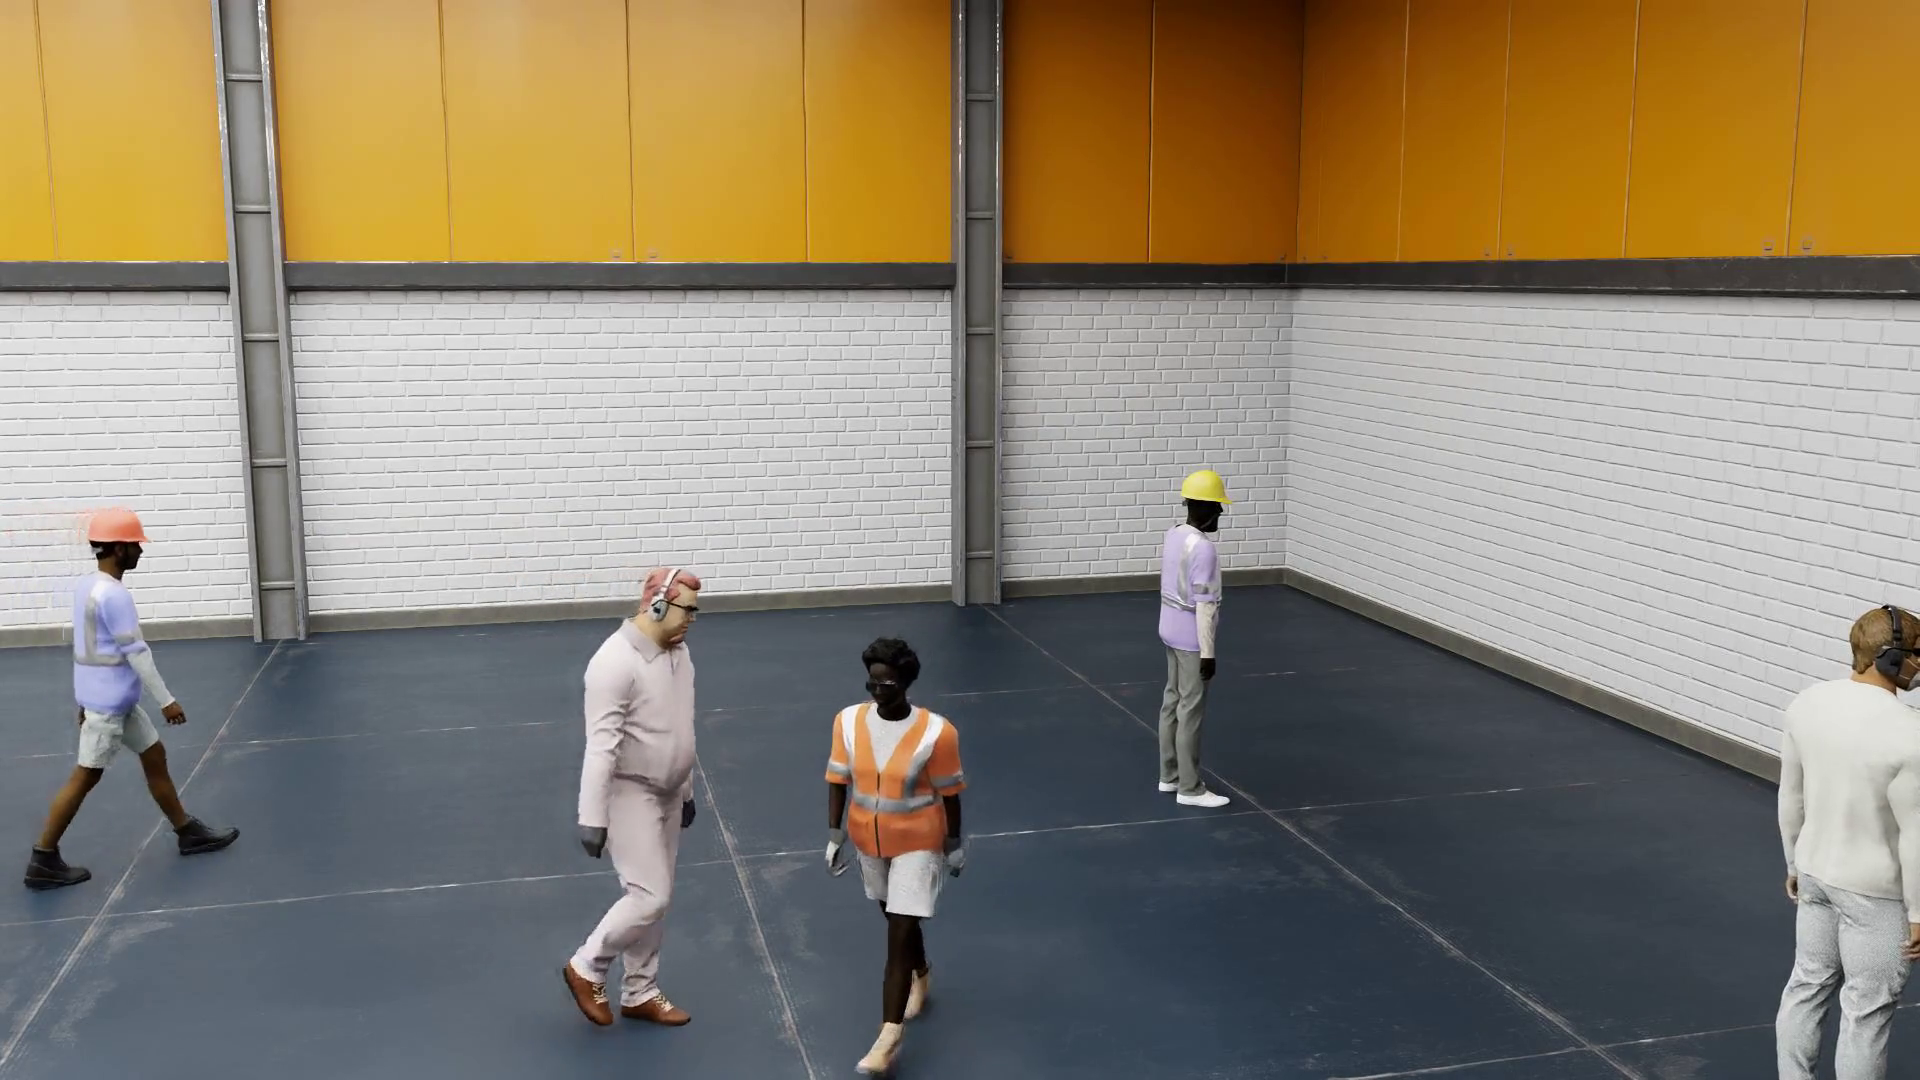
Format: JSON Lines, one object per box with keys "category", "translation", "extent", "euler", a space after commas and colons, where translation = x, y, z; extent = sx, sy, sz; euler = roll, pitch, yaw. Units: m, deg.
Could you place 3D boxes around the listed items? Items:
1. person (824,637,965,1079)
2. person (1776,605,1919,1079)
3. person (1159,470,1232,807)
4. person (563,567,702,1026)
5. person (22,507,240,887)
{"category": "person", "translation": [-0.262, 1.182, 6.482], "extent": [0.527, 1.643, 0.852], "euler": [4, 10, 25]}
{"category": "person", "translation": [3.043, 1.174, 5.642], "extent": [0.377, 1.936, 0.628], "euler": [-2, 9, -15]}
{"category": "person", "translation": [1.336, 0.556, 9.533], "extent": [0.383, 1.924, 0.589], "euler": [-2, 9, -13]}
{"category": "person", "translation": [-1.277, 1.043, 6.666], "extent": [0.453, 1.869, 0.724], "euler": [3, 10, 18]}
{"category": "person", "translation": [-4.254, 0.774, 8.356], "extent": [1.030, 1.881, 0.541], "euler": [-6, 11, -34]}
